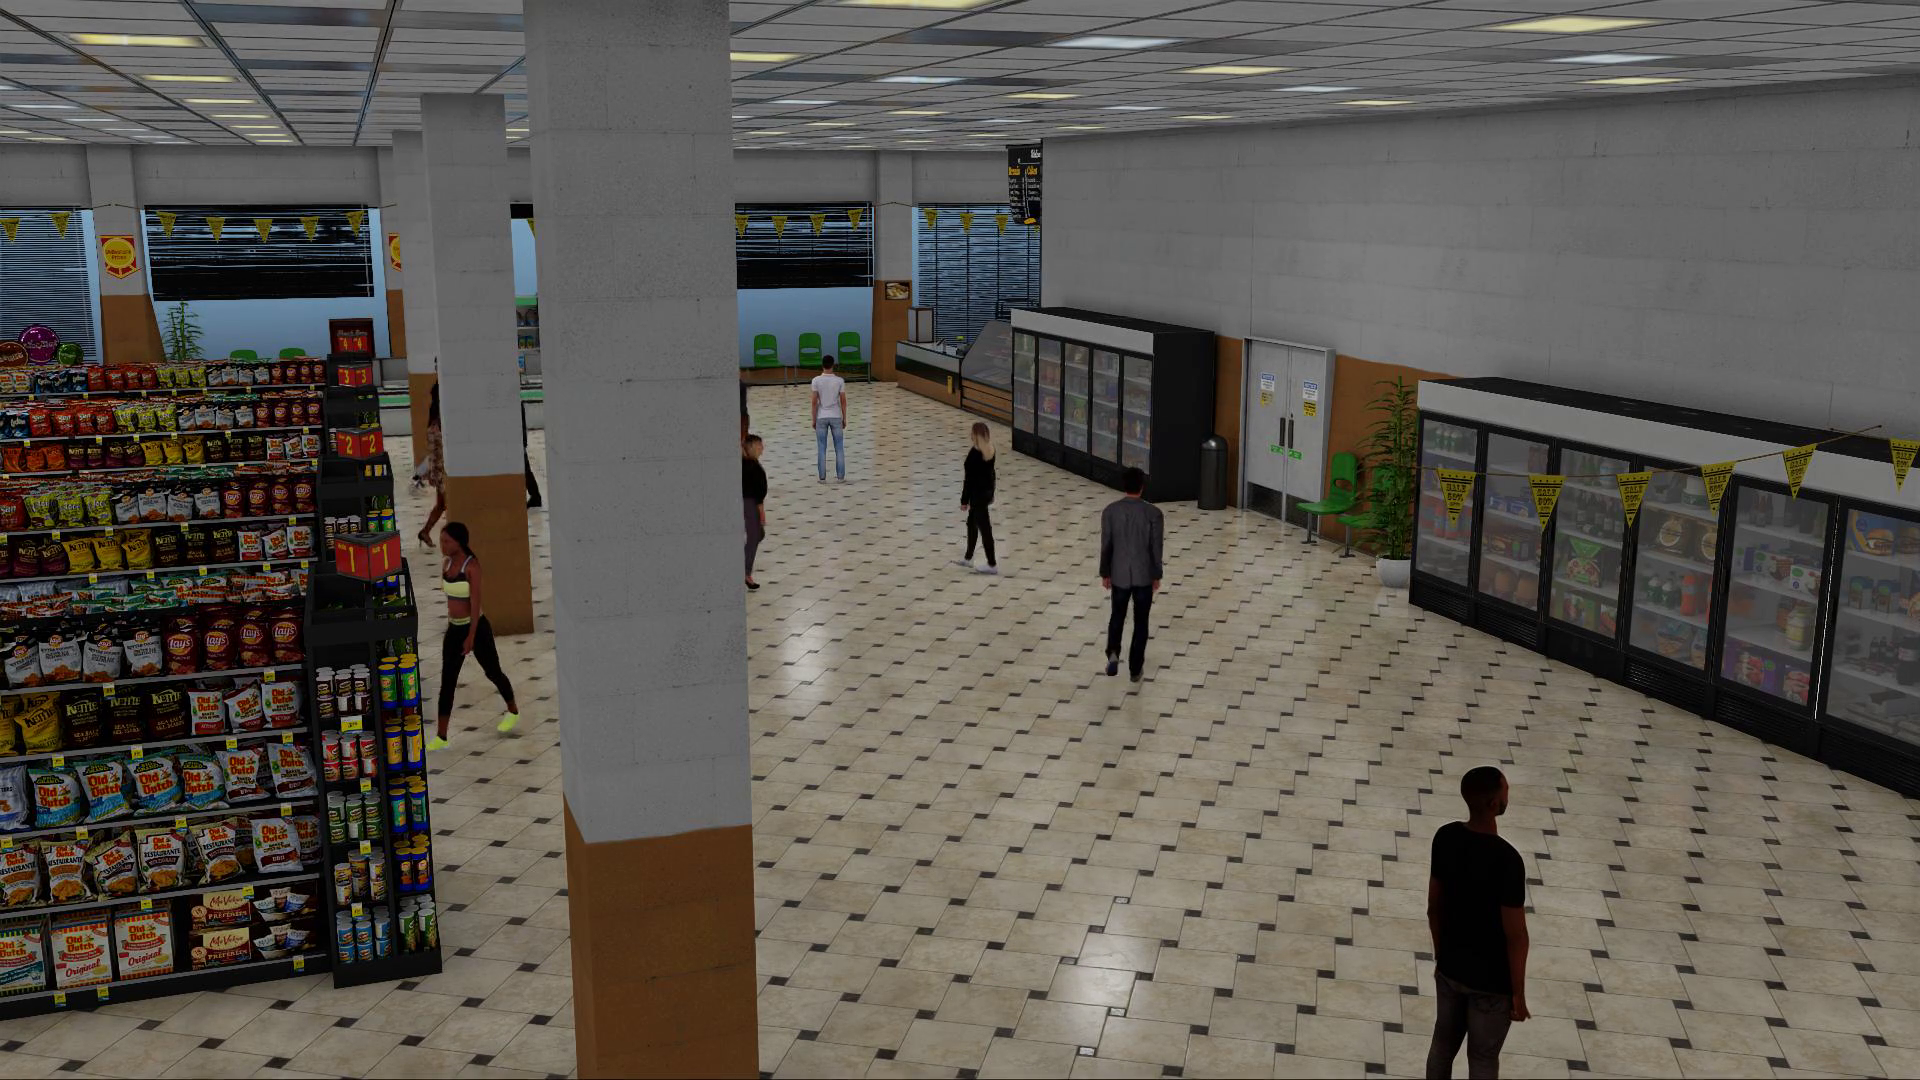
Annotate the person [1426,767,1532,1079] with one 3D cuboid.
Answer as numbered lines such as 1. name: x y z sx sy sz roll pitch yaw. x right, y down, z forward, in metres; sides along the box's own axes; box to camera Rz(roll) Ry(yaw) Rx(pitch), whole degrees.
1. person: 2.199 1.832 7.123 0.600 1.805 0.678 -7 14 -31

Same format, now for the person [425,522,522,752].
1. person: -3.642 0.728 12.626 1.089 1.698 1.174 6 13 27

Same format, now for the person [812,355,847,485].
1. person: -1.889 -1.740 23.976 0.578 1.850 0.761 -1 12 -6

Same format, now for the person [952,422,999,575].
1. person: 0.314 -0.440 18.236 0.958 1.672 0.903 6 13 26

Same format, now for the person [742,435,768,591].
1. person: -2.282 -0.278 17.495 0.595 1.659 0.629 -6 13 -26

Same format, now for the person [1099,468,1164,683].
1. person: 1.456 0.333 14.131 0.948 1.851 0.987 3 12 15
